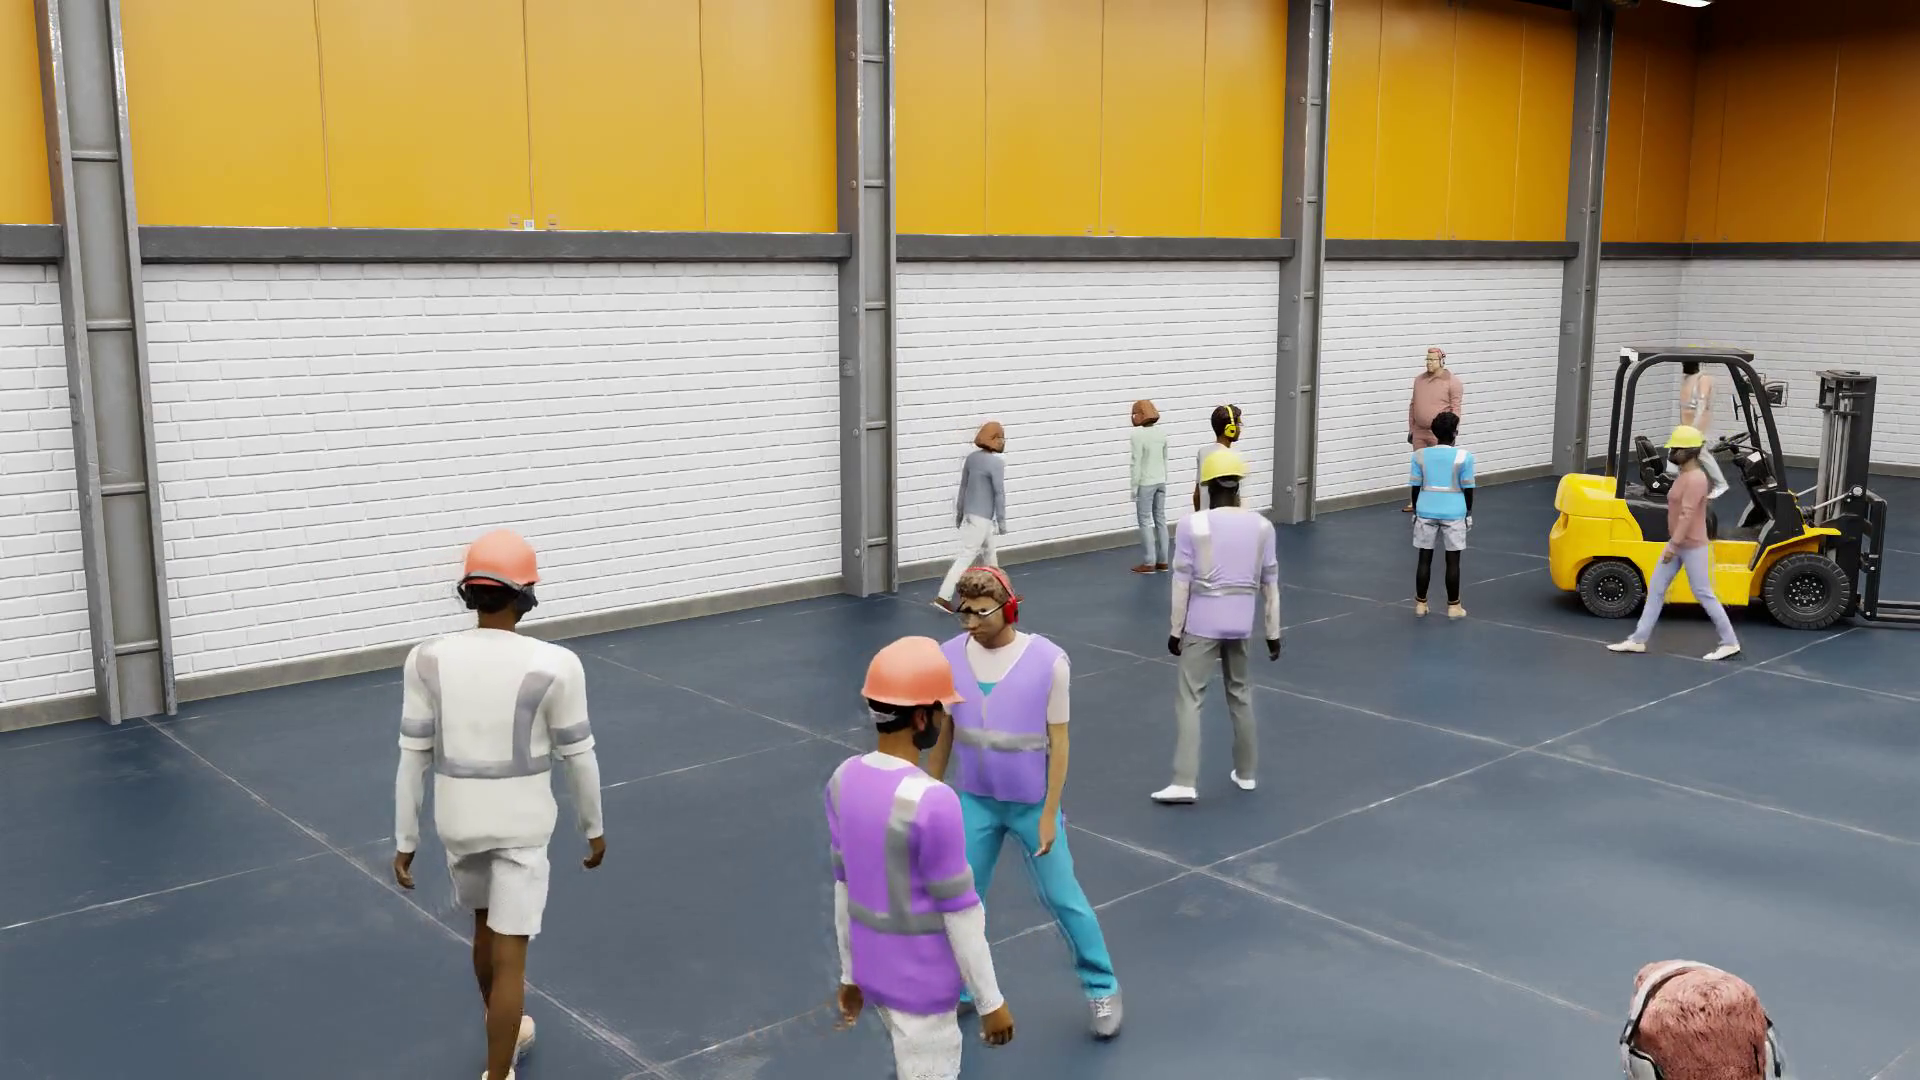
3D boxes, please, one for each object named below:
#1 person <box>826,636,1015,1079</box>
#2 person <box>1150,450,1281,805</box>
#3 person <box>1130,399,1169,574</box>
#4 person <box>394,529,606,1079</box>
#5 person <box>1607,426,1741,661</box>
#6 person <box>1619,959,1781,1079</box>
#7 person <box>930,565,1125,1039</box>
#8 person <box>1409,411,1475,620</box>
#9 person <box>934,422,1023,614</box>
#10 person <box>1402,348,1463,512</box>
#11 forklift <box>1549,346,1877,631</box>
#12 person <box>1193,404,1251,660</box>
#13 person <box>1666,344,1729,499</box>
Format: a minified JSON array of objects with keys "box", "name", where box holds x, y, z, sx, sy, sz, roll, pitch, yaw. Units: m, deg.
[{"box":[-0.177,1.211,4.657,0.874,1.904,0.557,-6,12,-33],"name":"person"},{"box":[1.385,0.481,8.980,0.807,1.891,0.575,-4,10,-21],"name":"person"},{"box":[1.757,-0.500,15.504,0.332,1.622,0.509,10,14,44],"name":"person"},{"box":[-1.563,0.964,5.765,0.641,2.003,0.923,1,10,6],"name":"person"},{"box":[5.298,0.026,12.134,0.891,1.725,0.526,1,10,7],"name":"person"},{"box":[1.201,1.574,2.674,0.708,1.848,0.952,1,10,8],"name":"person"},{"box":[0.231,0.982,6.274,0.795,1.813,0.530,5,11,29],"name":"person"},{"box":[3.909,-0.196,13.502,0.529,1.694,0.321,6,11,31],"name":"person"},{"box":[0.129,-0.185,13.793,0.896,1.584,0.521,-5,11,-29],"name":"person"},{"box":[5.376,-1.236,18.963,0.407,1.910,0.640,-9,13,-41],"name":"person"},{"box":[6.109,-0.478,13.691,2.313,2.155,1.214,3,10,16],"name":"forklift"},{"box":[1.910,-0.059,12.188,0.327,1.871,0.514,-5,11,-27],"name":"person"},{"box":[8.917,-1.425,20.140,0.951,1.890,0.596,-1,10,-7],"name":"person"}]
